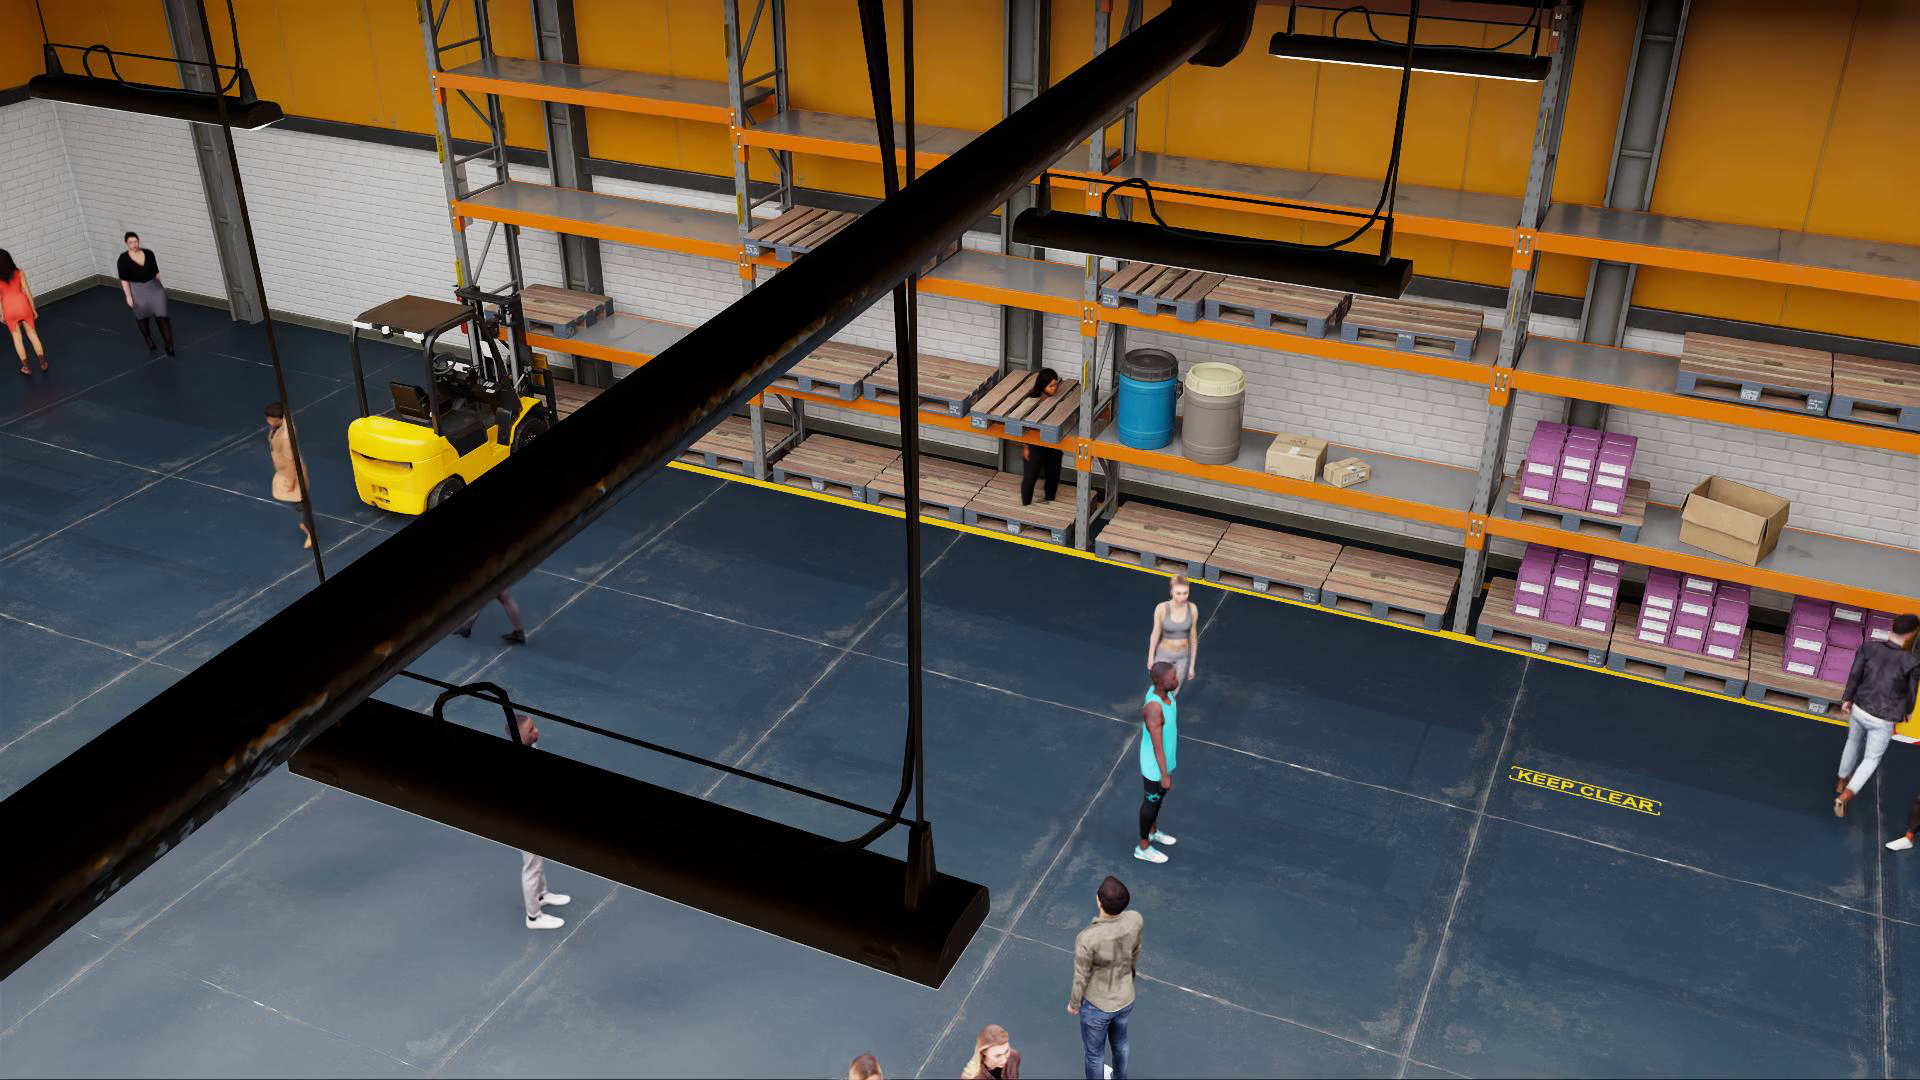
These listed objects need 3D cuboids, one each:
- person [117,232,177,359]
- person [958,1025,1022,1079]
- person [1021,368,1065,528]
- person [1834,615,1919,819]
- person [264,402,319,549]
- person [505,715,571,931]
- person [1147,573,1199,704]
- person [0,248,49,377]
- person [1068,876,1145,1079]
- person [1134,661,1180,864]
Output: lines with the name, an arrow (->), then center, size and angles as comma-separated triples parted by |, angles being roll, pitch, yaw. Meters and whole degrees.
person -> -10.966, -3.294, 22.311 | 0.983, 1.707, 1.214 | -22, 35, -34
person -> 0.171, 3.504, 9.854 | 0.673, 1.703, 0.652 | -22, 36, -35
person -> 0.900, -1.033, 18.055 | 0.778, 1.814, 0.825 | -12, 31, -21
person -> 7.422, 1.442, 13.522 | 0.985, 1.809, 1.072 | -25, 37, -38
person -> -7.105, -0.773, 17.710 | 0.939, 1.689, 0.805 | -9, 30, -16
person -> -3.198, 2.065, 12.354 | 0.722, 1.834, 0.745 | -2, 29, -4
person -> 1.821, 1.000, 14.453 | 0.688, 1.694, 0.749 | -6, 29, -11
person -> -12.324, -2.988, 21.737 | 0.671, 1.719, 0.675 | -22, 36, -34
person -> 0.951, 2.938, 10.721 | 0.792, 1.865, 0.786 | -18, 34, -30
person -> 1.511, 1.722, 13.012 | 0.596, 1.807, 0.649 | 7, 29, 13
